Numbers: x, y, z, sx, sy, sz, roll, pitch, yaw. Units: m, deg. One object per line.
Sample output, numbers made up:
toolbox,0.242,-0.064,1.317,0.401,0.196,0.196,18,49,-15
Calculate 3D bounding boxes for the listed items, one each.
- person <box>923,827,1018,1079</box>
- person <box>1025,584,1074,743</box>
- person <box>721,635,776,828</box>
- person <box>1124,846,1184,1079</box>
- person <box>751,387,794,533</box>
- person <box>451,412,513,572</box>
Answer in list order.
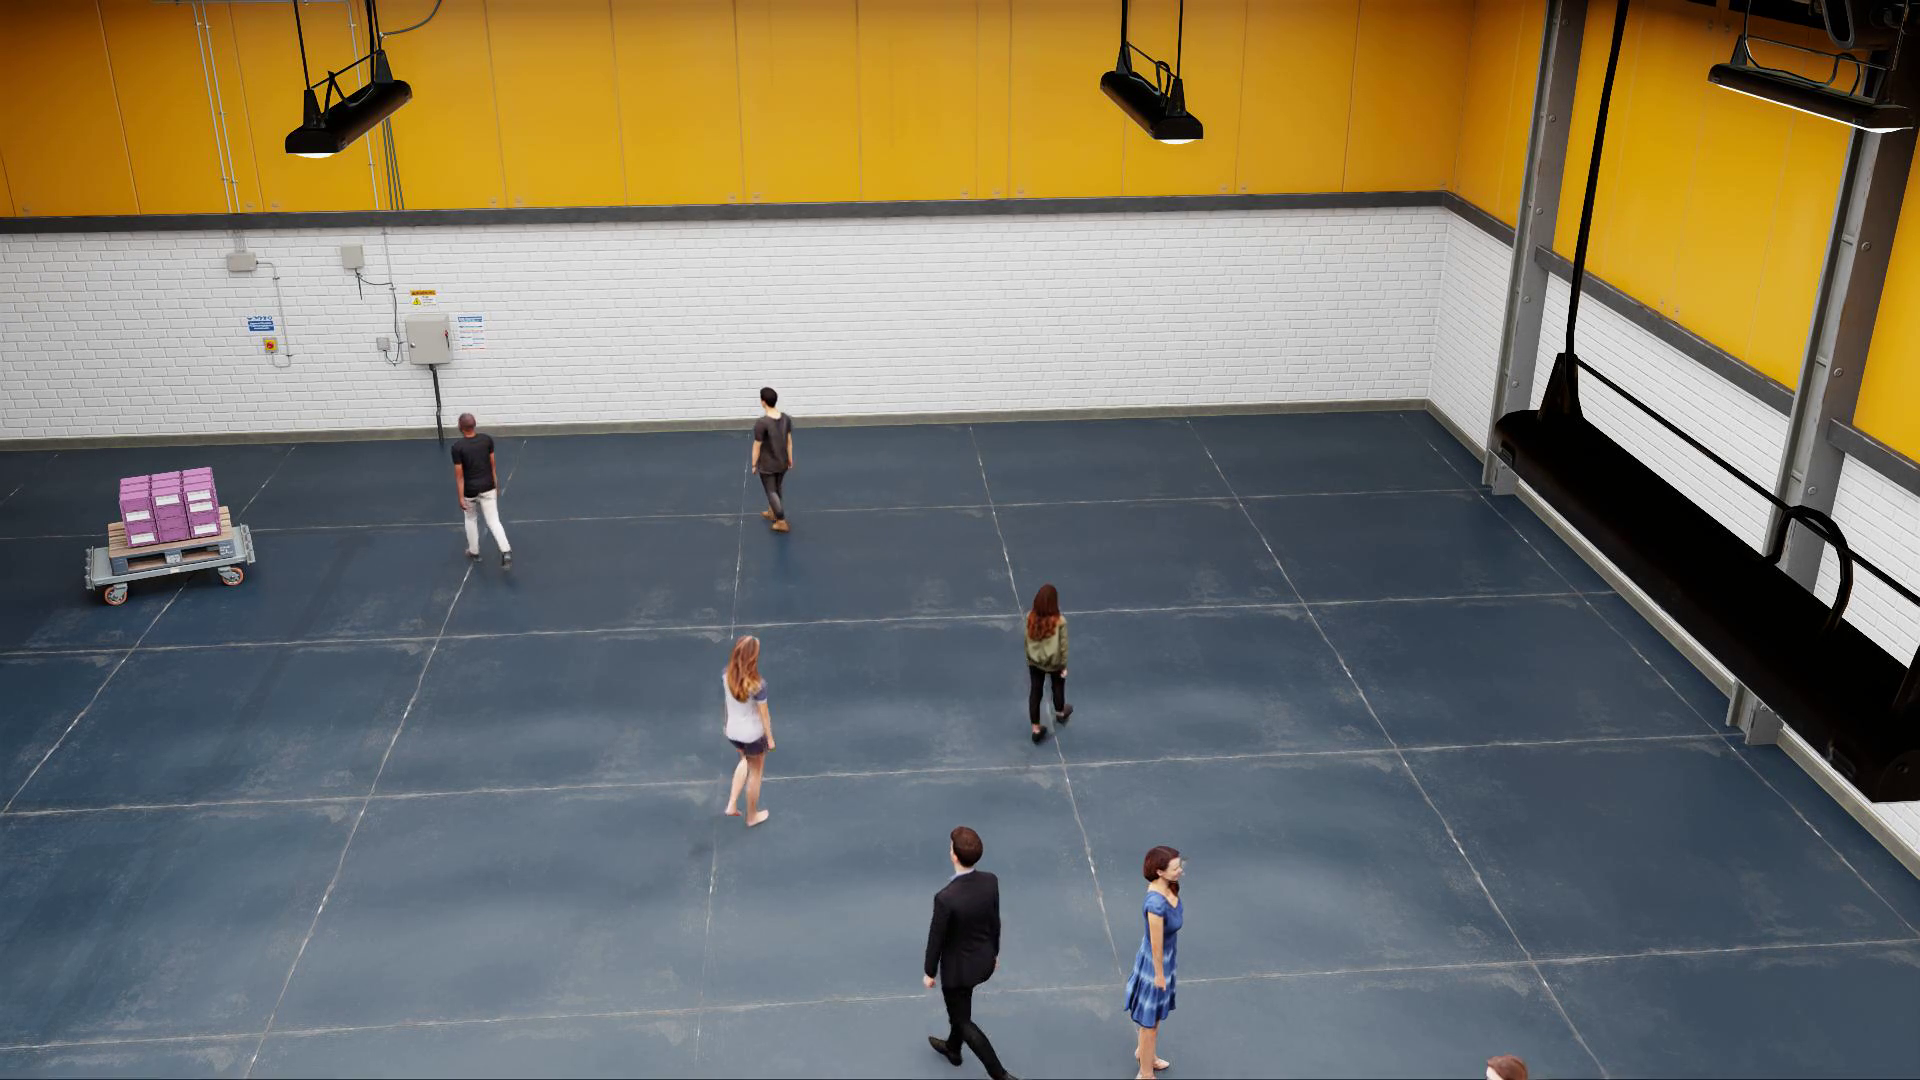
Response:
person,0.082,2.725,10.553,1.230,1.864,1.130,21,31,40
person,0.732,1.116,14.743,0.845,1.456,0.963,11,26,23
person,-1.769,1.579,13.362,0.769,1.715,0.827,17,29,34
person,1.268,2.730,10.614,0.776,1.806,0.588,3,24,7
person,-2.114,-0.894,19.046,0.931,1.692,1.044,-18,29,-35
person,-5.180,-0.500,18.042,1.078,1.776,1.260,-18,29,-35
